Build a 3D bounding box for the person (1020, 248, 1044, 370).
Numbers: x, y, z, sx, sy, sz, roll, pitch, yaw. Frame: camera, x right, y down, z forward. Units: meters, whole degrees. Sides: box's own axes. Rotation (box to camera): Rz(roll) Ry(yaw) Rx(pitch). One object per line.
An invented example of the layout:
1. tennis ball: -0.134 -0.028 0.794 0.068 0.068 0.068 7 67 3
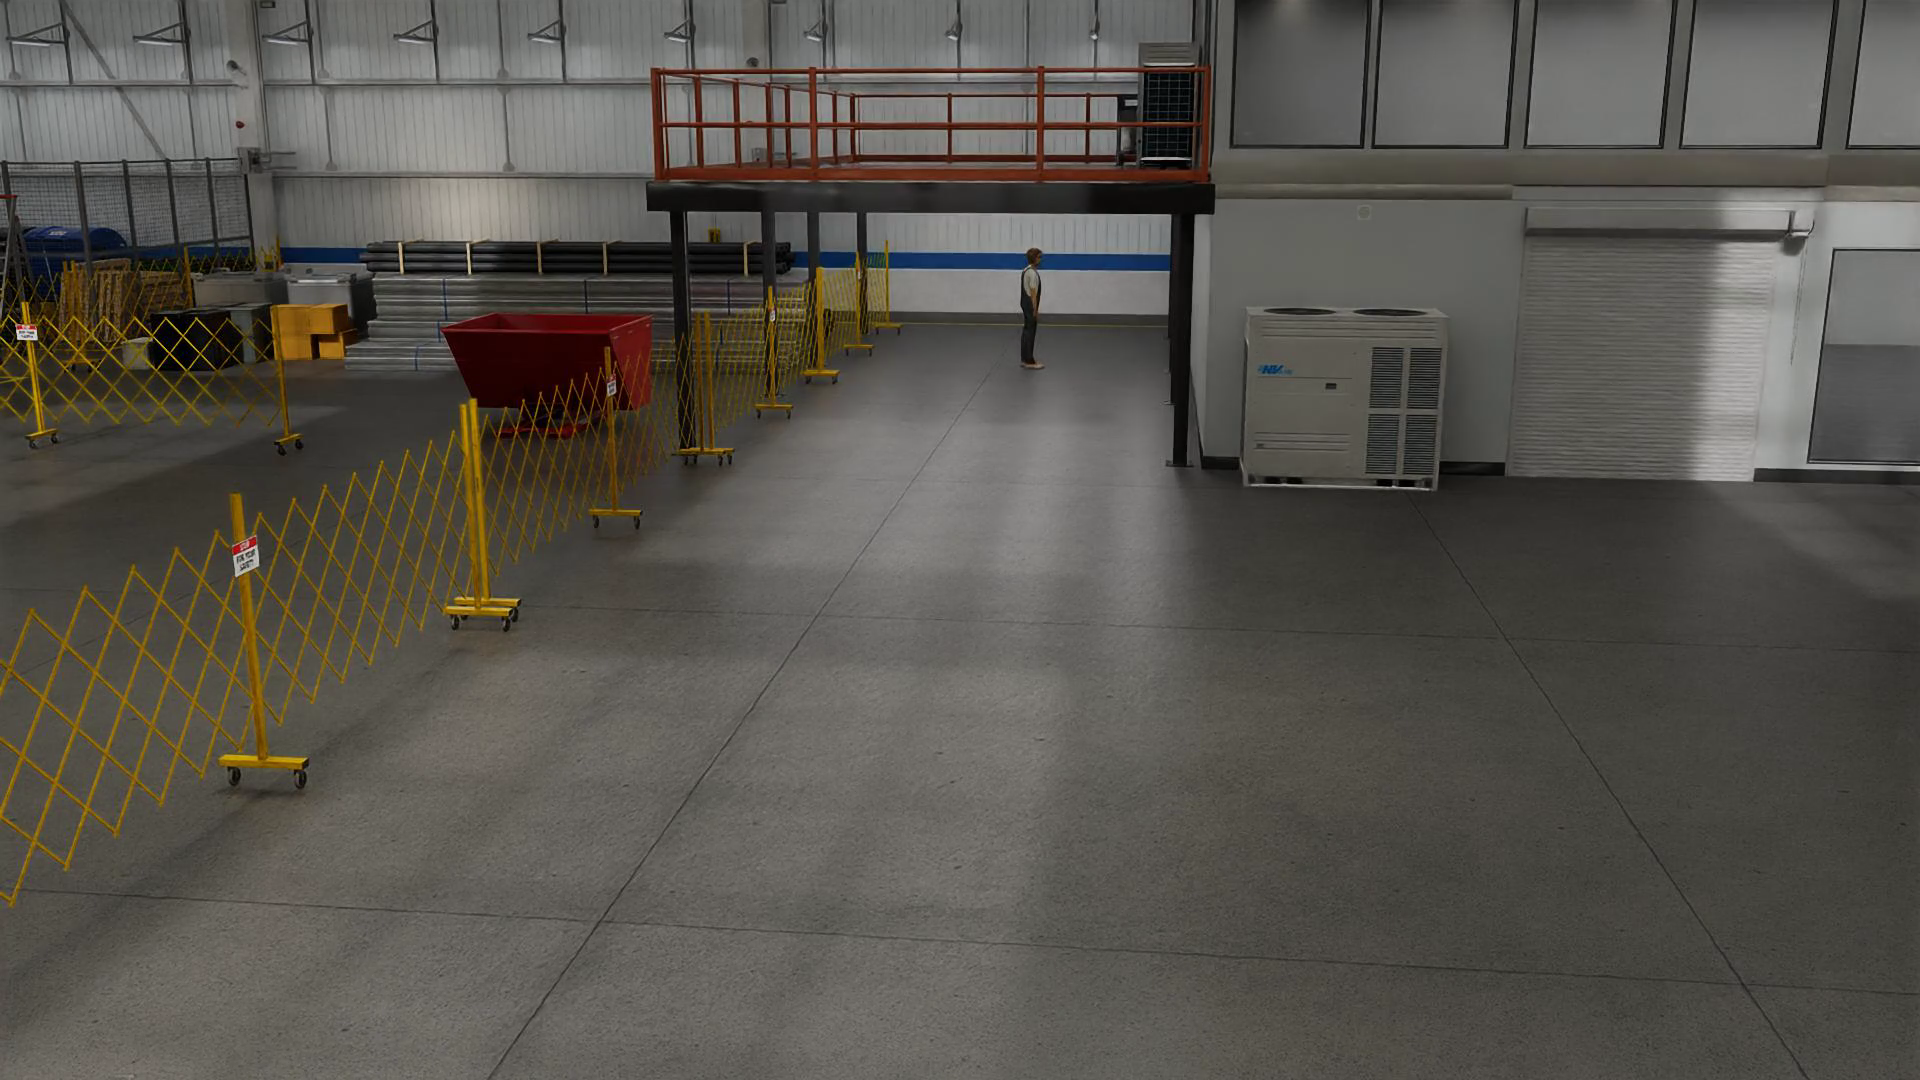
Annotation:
1. person: 1.091 -3.529 25.375 0.326 1.842 0.517 -3 14 -10
